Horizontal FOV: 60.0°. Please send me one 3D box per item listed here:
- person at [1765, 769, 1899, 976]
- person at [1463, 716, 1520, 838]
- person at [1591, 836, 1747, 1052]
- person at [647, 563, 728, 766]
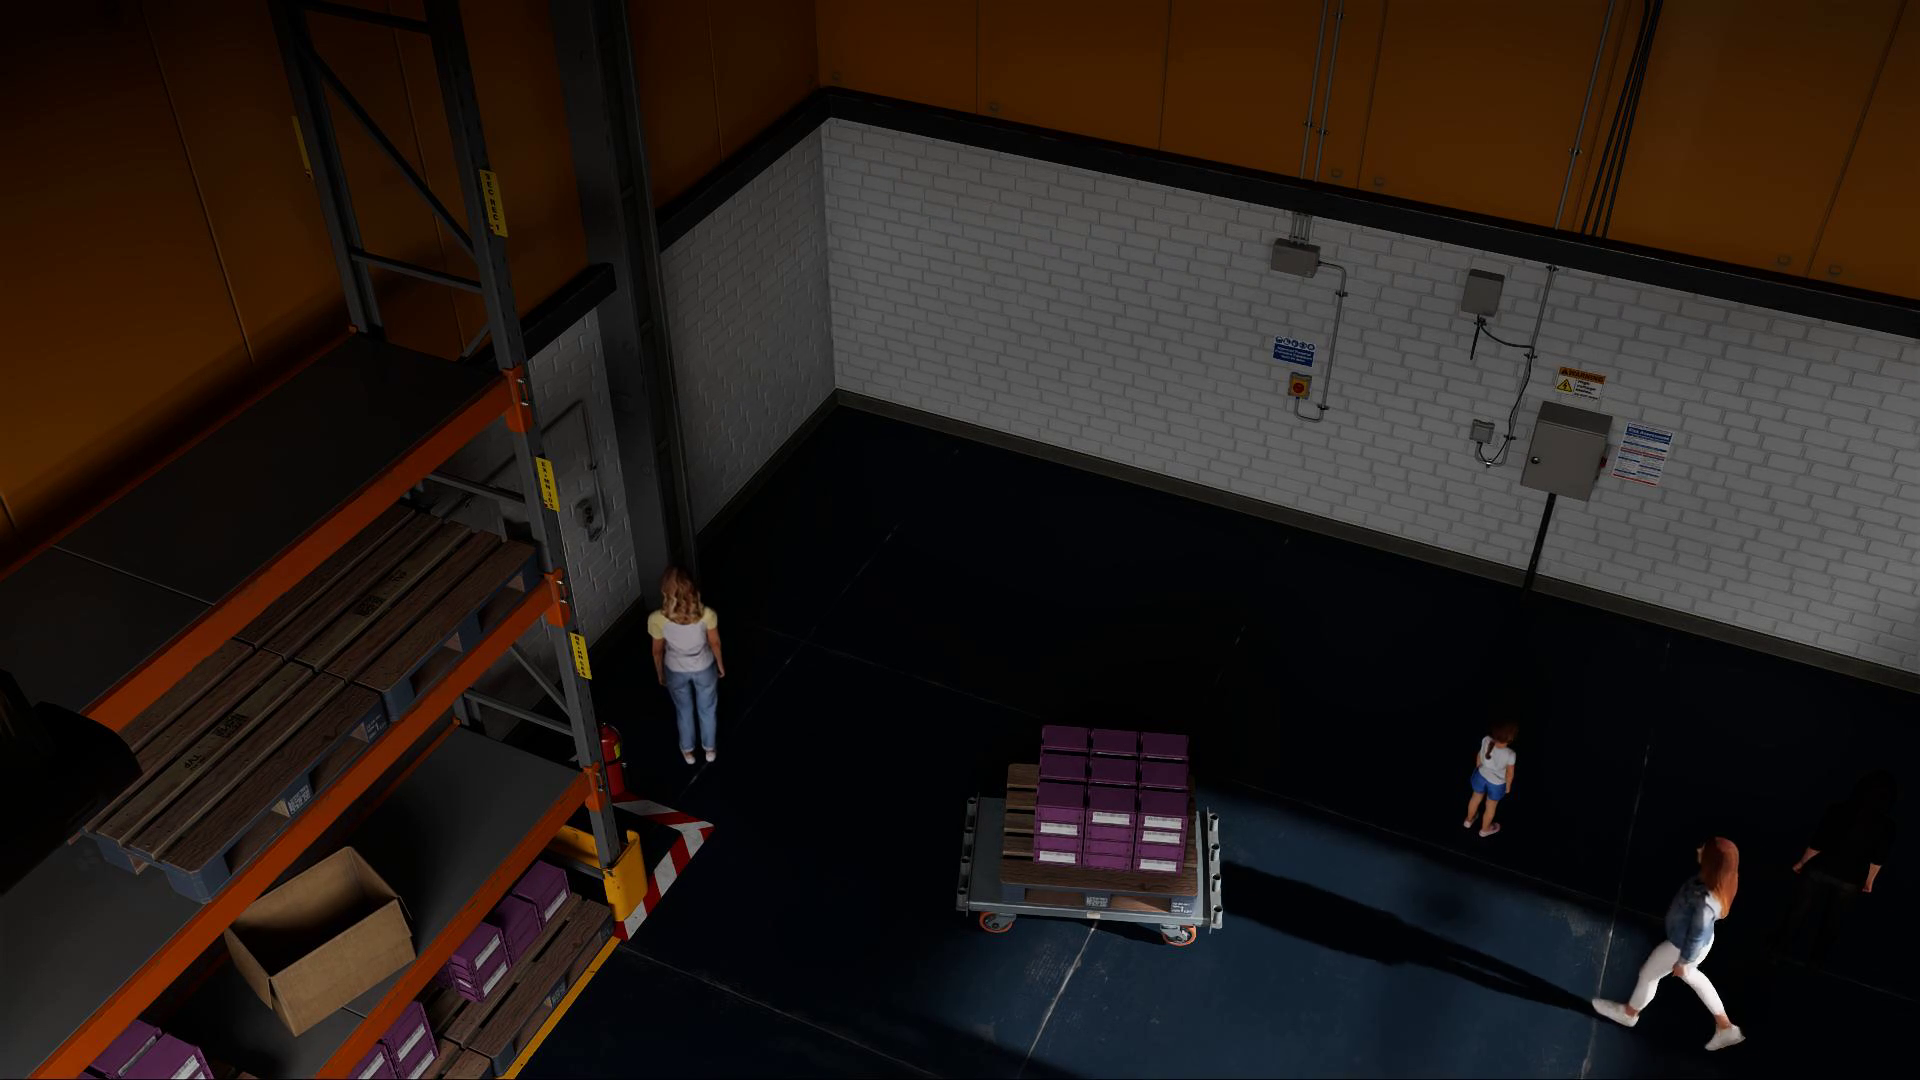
[{"bbox_3d":[5.215,1.978,9.900,0.581,1.642,0.483,16,41,19],"label":"person"},{"bbox_3d":[3.498,1.547,10.940,0.514,1.018,0.478,-29,47,-31],"label":"person"},{"bbox_3d":[4.220,2.310,9.454,0.824,1.680,1.047,25,45,28],"label":"person"},{"bbox_3d":[-1.801,0.876,11.213,0.739,1.725,0.766,-6,39,-7],"label":"person"}]
